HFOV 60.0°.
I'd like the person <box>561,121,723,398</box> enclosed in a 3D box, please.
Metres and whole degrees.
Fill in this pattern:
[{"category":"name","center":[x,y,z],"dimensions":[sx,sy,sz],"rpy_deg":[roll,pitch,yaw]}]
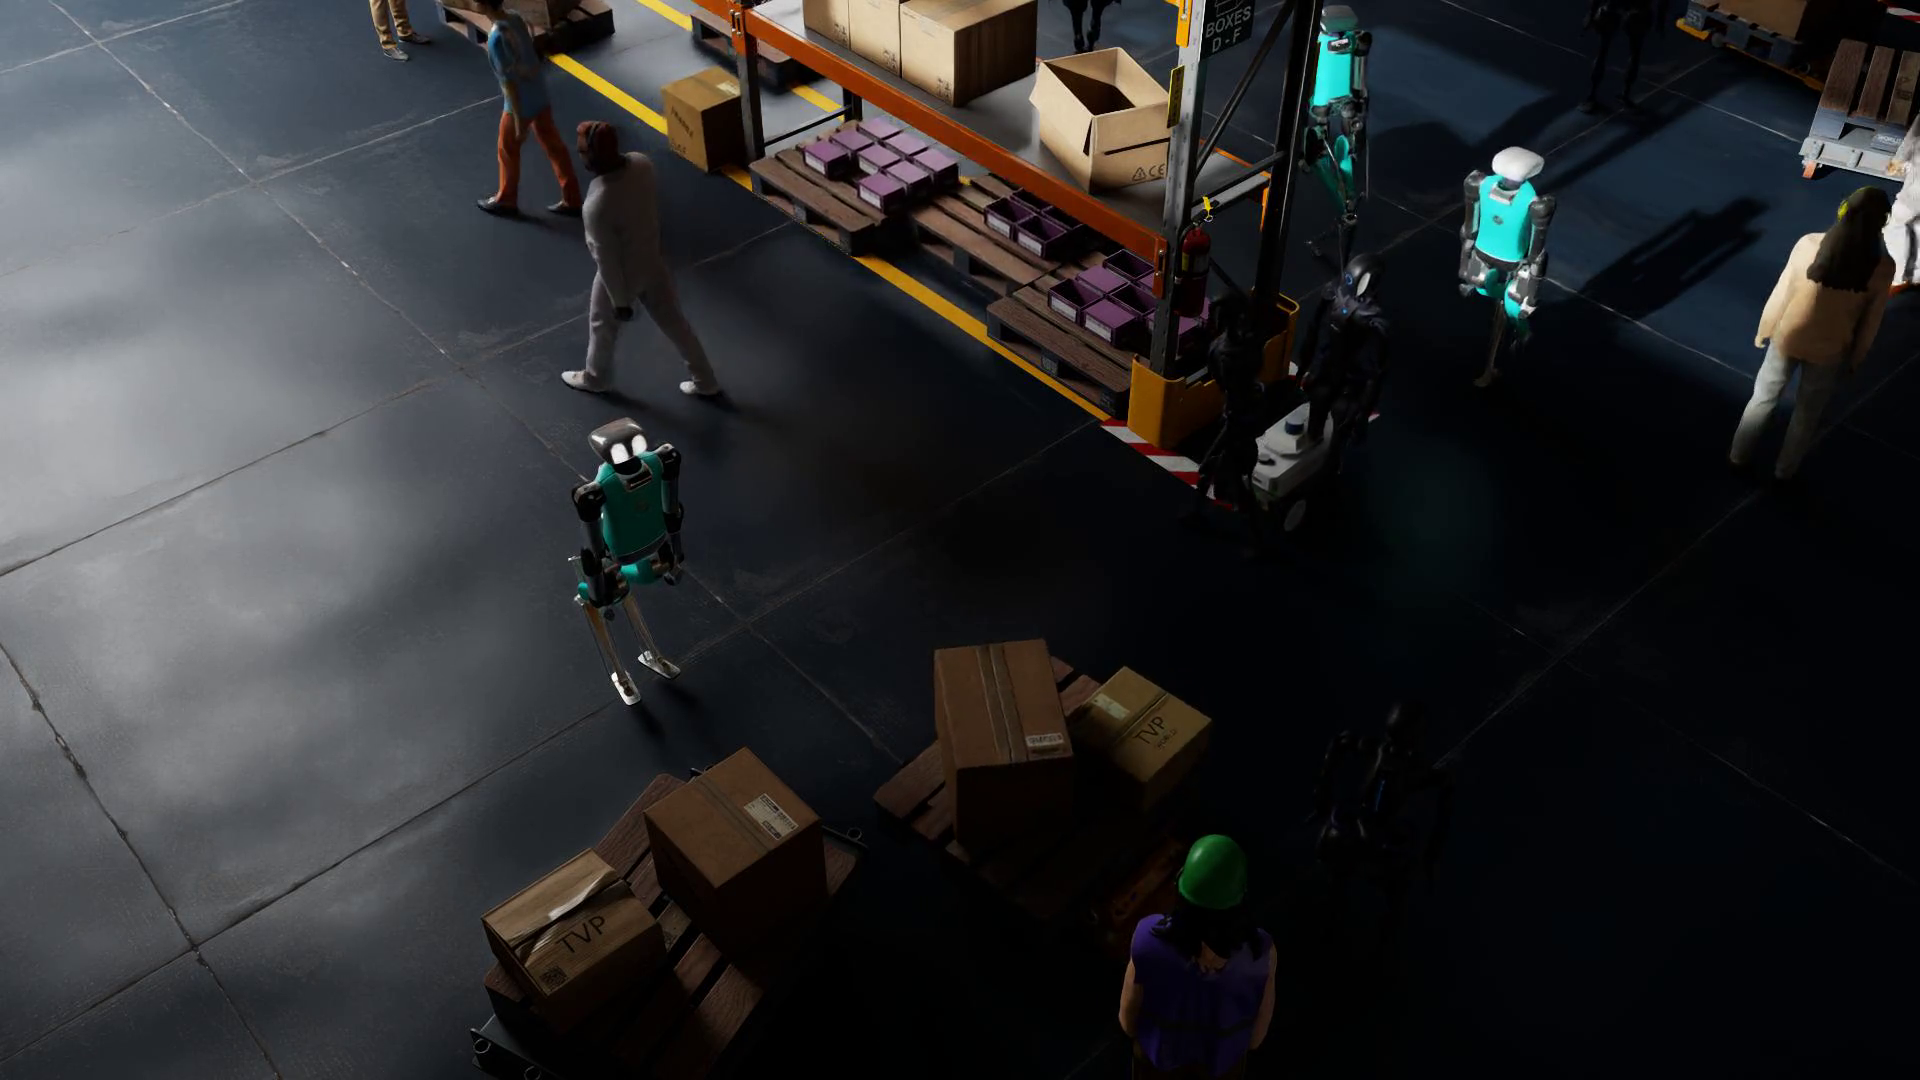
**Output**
[{"category":"person","center":[-1.920,-1.590,9.655],"dimensions":[1.003,1.855,0.652],"rpy_deg":[17,45,18]}]

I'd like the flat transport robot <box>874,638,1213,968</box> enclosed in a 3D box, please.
[{"category":"flat transport robot","center":[0.421,1.322,7.657],"dimensions":[1.431,0.231,0.659],"rpy_deg":[31,51,29]}]

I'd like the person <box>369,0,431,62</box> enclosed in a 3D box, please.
[{"category":"person","center":[-4.539,-4.671,13.084],"dimensions":[0.335,1.742,0.560],"rpy_deg":[14,44,15]}]

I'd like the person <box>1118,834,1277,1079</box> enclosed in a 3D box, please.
[{"category":"person","center":[0.834,1.747,5.972],"dimensions":[0.533,1.924,0.419],"rpy_deg":[6,43,6]}]

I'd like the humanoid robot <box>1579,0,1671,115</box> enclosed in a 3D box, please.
[{"category":"humanoid robot","center":[4.951,-3.917,12.324],"dimensions":[0.604,1.634,0.409],"rpy_deg":[8,43,8]}]

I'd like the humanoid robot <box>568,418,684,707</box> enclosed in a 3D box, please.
[{"category":"humanoid robot","center":[-1.638,0.036,7.872],"dimensions":[0.533,1.677,0.735],"rpy_deg":[-32,51,-30]}]

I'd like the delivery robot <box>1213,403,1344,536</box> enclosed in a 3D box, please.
[{"category":"delivery robot","center":[1.835,-0.433,9.367],"dimensions":[0.814,0.611,0.499],"rpy_deg":[-34,52,-31]}]

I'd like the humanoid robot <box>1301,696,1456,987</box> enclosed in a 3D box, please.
[{"category":"humanoid robot","center":[1.669,1.207,6.741],"dimensions":[0.586,1.652,0.344],"rpy_deg":[20,46,20]}]

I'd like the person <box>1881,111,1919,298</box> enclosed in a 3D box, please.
[{"category":"person","center":[6.134,-2.344,10.510],"dimensions":[0.583,1.806,0.516],"rpy_deg":[2,43,2]}]

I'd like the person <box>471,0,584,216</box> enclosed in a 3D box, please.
[{"category":"person","center":[-3.028,-2.977,11.255],"dimensions":[0.845,1.722,0.519],"rpy_deg":[9,43,10]}]

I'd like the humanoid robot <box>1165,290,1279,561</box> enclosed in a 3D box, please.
[{"category":"humanoid robot","center":[1.456,-0.610,8.743],"dimensions":[0.654,1.618,0.612],"rpy_deg":[9,43,9]}]

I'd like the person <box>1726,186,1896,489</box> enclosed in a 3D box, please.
[{"category":"person","center":[4.648,-1.080,9.084],"dimensions":[0.564,1.874,0.391],"rpy_deg":[22,47,22]}]

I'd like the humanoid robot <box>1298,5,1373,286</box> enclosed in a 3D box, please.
[{"category":"humanoid robot","center":[2.501,-2.414,10.656],"dimensions":[0.558,1.761,1.001],"rpy_deg":[-15,45,-16]}]

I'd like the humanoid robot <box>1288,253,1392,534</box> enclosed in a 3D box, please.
[{"category":"humanoid robot","center":[2.015,-0.817,8.936],"dimensions":[0.374,1.648,0.583],"rpy_deg":[-26,49,-26]}]

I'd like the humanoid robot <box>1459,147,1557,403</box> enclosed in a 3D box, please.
[{"category":"humanoid robot","center":[3.224,-1.527,9.735],"dimensions":[0.553,1.853,0.833],"rpy_deg":[33,52,31]}]

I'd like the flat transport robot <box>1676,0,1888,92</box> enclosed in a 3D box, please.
[{"category":"flat transport robot","center":[6.636,-4.066,13.518],"dimensions":[0.659,0.231,1.431],"rpy_deg":[-26,48,-25]}]

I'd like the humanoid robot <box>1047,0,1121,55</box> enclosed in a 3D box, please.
[{"category":"humanoid robot","center":[0.948,-4.310,12.763],"dimensions":[0.590,1.632,0.717],"rpy_deg":[-10,44,-11]}]
